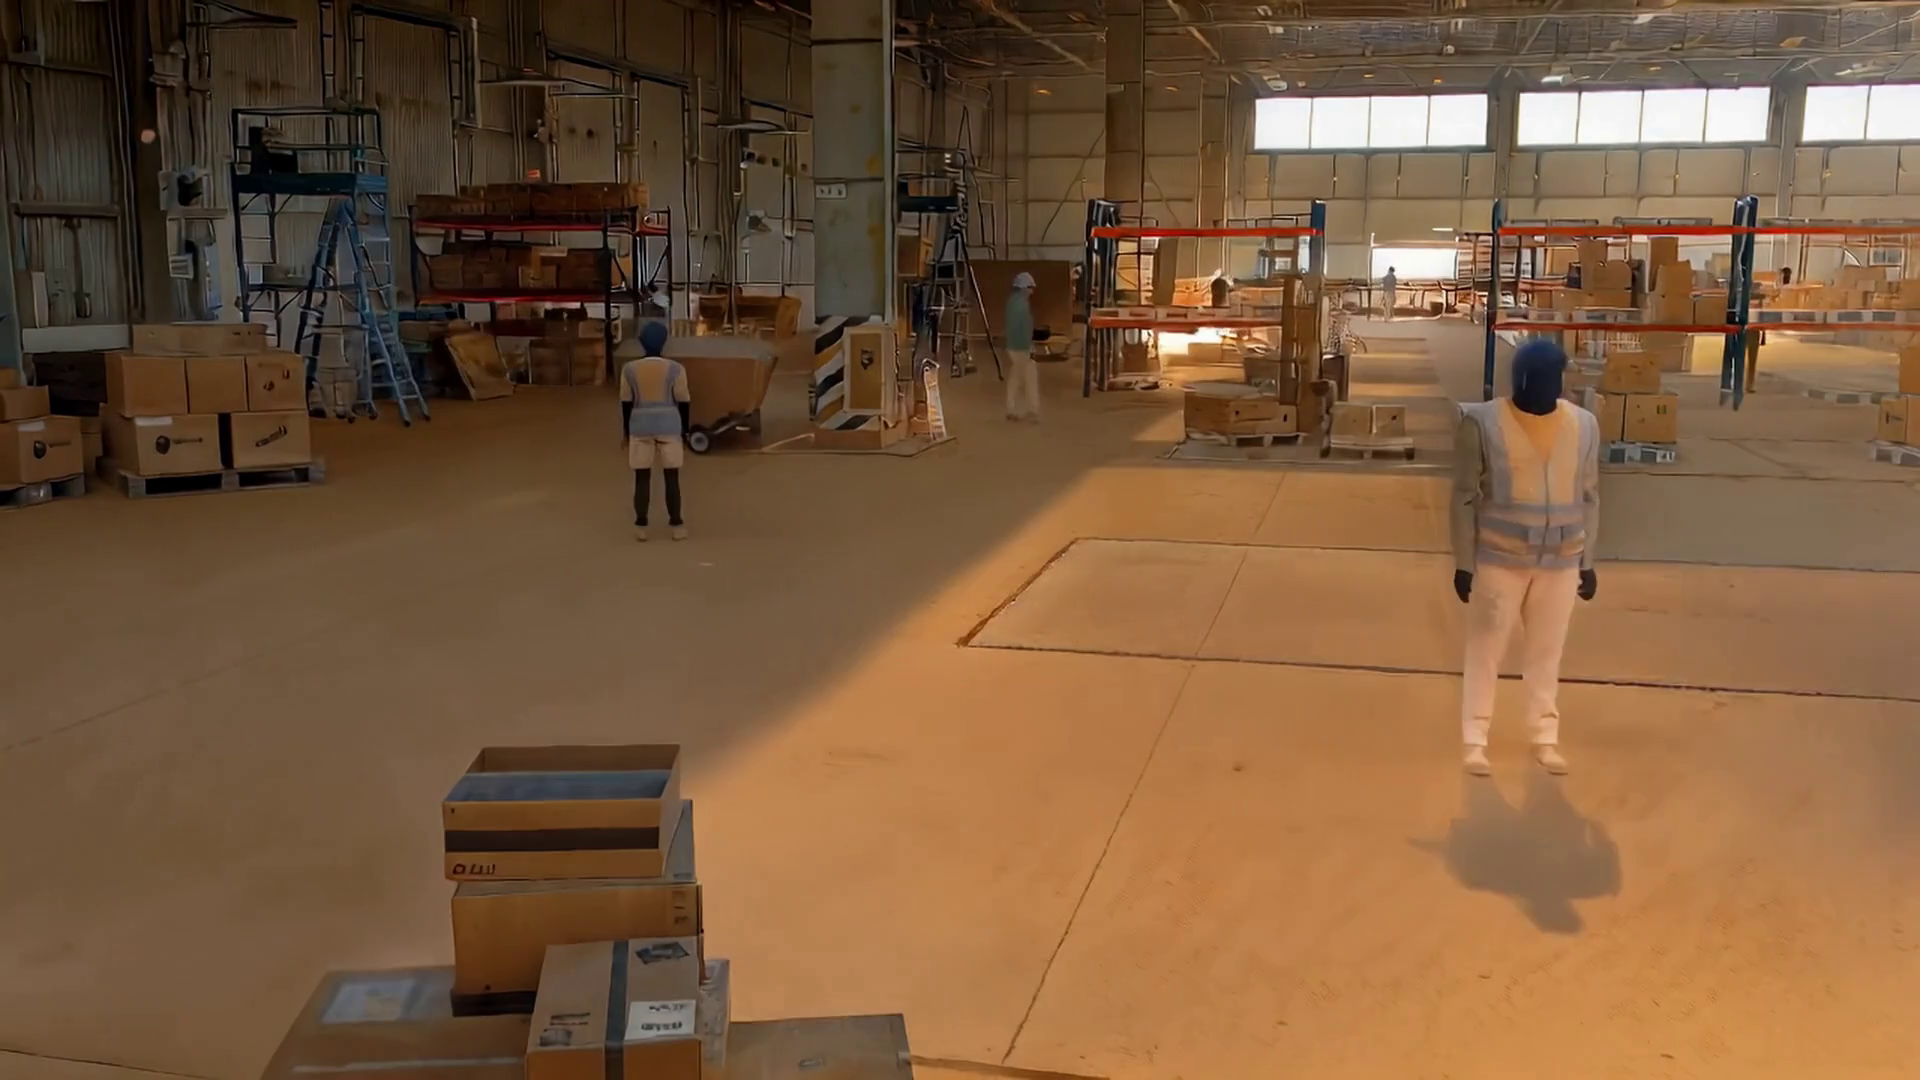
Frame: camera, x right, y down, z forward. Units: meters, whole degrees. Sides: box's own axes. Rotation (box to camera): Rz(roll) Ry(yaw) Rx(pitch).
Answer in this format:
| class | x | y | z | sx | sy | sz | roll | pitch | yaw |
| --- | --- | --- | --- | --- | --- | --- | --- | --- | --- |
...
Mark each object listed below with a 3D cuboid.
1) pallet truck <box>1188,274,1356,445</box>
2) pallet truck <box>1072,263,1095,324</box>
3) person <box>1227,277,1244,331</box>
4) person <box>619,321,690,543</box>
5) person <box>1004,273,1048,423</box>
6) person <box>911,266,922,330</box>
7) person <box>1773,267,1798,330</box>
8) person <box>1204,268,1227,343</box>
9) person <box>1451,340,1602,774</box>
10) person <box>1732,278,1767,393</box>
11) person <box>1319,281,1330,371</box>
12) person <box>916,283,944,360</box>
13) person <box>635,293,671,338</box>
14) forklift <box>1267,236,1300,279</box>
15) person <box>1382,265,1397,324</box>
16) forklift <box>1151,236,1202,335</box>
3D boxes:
| class | x | y | z | sx | sy | sz | roll | pitch | yaw |
| --- | --- | --- | --- | --- | --- | --- | --- | --- | --- |
| pallet truck | 3.653 | -2.138 | 19.590 | 1.885 | 1.965 | 0.823 | -4 | 10 | -20 |
| pallet truck | 4.325 | -8.180 | 55.162 | 0.823 | 1.965 | 1.885 | 6 | 11 | 31 |
| person | 8.180 | -7.010 | 49.408 | 0.650 | 1.610 | 0.523 | -5 | 11 | -28 |
| person | -2.328 | -0.814 | 12.692 | 0.576 | 1.696 | 0.365 | 0 | 10 | 3 |
| person | 0.900 | -2.511 | 21.913 | 0.597 | 1.967 | 0.626 | 1 | 10 | 3 |
| person | -1.277 | -7.334 | 50.399 | 0.388 | 1.928 | 0.551 | 3 | 10 | 19 |
| person | 24.387 | -7.107 | 49.165 | 0.601 | 1.898 | 0.769 | 4 | 11 | 24 |
| person | 6.398 | -5.863 | 41.760 | 0.647 | 1.911 | 0.652 | 9 | 13 | 42 |
| person | 2.383 | 0.085 | 7.001 | 0.631 | 1.837 | 0.430 | 0 | 10 | -2 |
| person | 12.698 | -3.277 | 26.743 | 0.504 | 1.847 | 0.345 | 0 | 10 | 0 |
| person | 6.920 | -4.099 | 31.913 | 0.483 | 1.737 | 0.319 | -5 | 11 | -26 |
| person | -0.625 | -4.659 | 34.894 | 0.590 | 1.838 | 0.963 | 1 | 10 | 3 |
| person | -3.887 | -2.253 | 21.043 | 0.572 | 1.729 | 0.413 | 5 | 11 | 26 |
| forklift | 9.730 | -7.775 | 50.182 | 1.129 | 2.768 | 1.873 | 4 | 10 | 21 |
| person | 14.144 | -8.075 | 54.714 | 0.373 | 1.941 | 0.627 | -4 | 10 | -23 |
| forklift | 5.866 | -7.214 | 46.878 | 1.873 | 2.768 | 1.129 | 2 | 10 | 14 |
